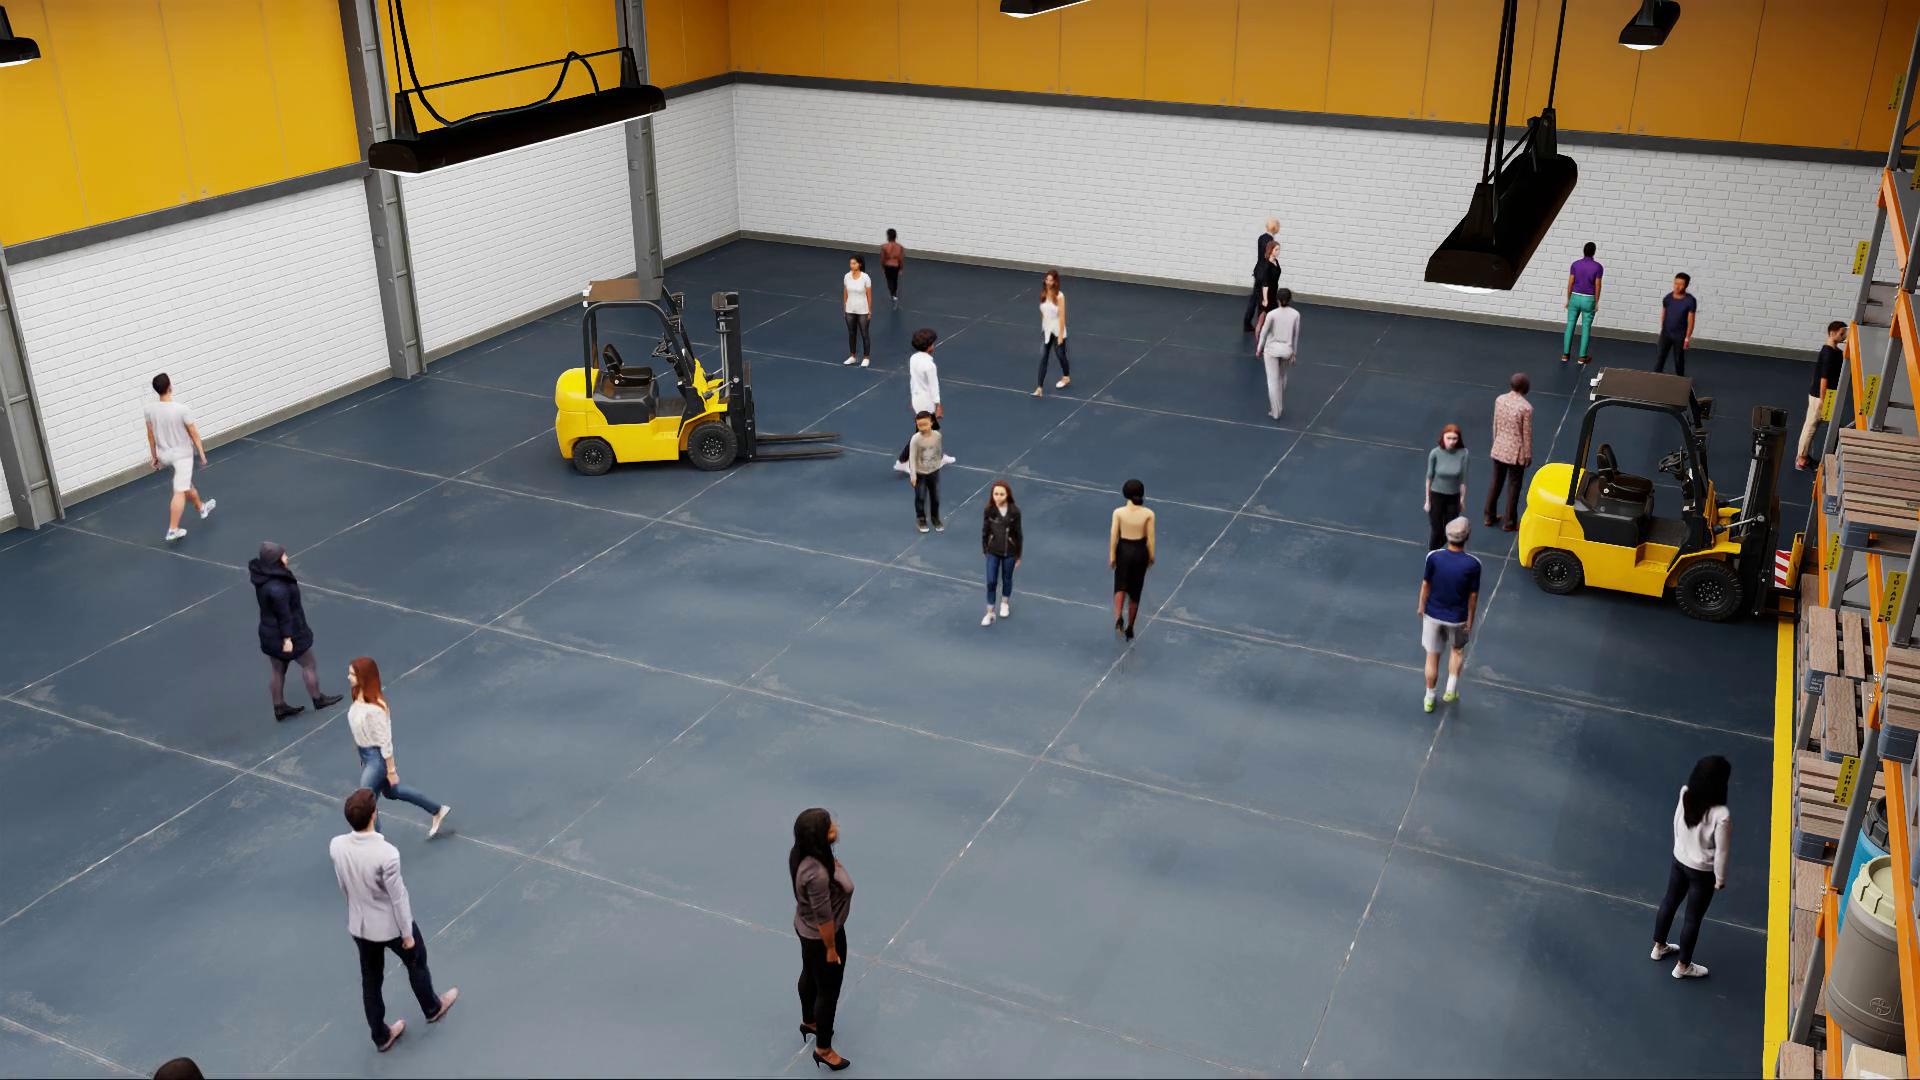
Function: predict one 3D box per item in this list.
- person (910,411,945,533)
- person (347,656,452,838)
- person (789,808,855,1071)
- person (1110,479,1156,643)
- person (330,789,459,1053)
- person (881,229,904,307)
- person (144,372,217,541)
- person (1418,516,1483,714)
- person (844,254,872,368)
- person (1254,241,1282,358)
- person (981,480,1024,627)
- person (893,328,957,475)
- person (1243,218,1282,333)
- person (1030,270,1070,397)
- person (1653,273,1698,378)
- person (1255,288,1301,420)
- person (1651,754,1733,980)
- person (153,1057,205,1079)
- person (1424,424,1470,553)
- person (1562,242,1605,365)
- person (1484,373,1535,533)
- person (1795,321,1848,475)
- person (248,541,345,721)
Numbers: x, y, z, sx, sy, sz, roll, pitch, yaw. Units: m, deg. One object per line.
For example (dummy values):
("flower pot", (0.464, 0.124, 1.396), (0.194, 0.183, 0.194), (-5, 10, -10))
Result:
("person", (-0.378, -0.776, 18.403), (0.688, 1.446, 0.750), (-14, 27, -29))
("person", (-4.306, 1.640, 12.563), (1.178, 1.697, 0.959), (-15, 28, -31))
("person", (-0.890, 2.486, 10.445), (0.803, 1.842, 0.746), (-9, 25, -19))
("person", (1.638, 0.225, 15.865), (0.647, 1.644, 0.693), (4, 24, 9))
("person", (-3.721, 2.458, 10.519), (0.776, 1.834, 0.905), (8, 25, 17))
("person", (-1.101, -4.409, 26.977), (0.854, 1.235, 0.917), (-8, 25, -18))
("person", (-8.609, -0.876, 18.181), (0.950, 1.806, 1.327), (3, 24, 7))
("person", (4.258, 0.693, 14.572), (0.683, 1.823, 0.668), (6, 24, 14))
("person", (-1.468, -3.313, 23.958), (0.573, 1.645, 0.519), (9, 25, 20))
("person", (4.521, -3.563, 24.456), (0.664, 1.705, 0.467), (13, 27, 27))
("person", (0.430, 0.076, 16.429), (0.700, 1.466, 0.840), (2, 24, 5))
("person", (-0.484, -1.627, 19.940), (1.202, 1.775, 1.048), (-13, 27, -27))
("person", (4.586, -4.002, 25.391), (1.195, 1.760, 1.169), (-7, 25, -15))
("person", (1.330, -2.830, 22.750), (0.726, 1.727, 1.190), (15, 28, 31))
("person", (9.771, -2.779, 22.635), (1.315, 1.727, 0.939), (-21, 31, -40))
("person", (4.215, -2.431, 21.855), (0.964, 1.713, 1.074), (-5, 24, -11))
("person", (4.989, 2.192, 11.298), (0.761, 1.697, 0.698), (-8, 25, -18))
("person", (-3.903, 3.346, 8.725), (0.678, 1.644, 0.660), (-16, 28, -32))
("person", (5.009, -0.434, 17.287), (0.703, 1.713, 0.773), (2, 24, 6))
("person", (9.031, -3.456, 24.133), (0.657, 1.767, 0.614), (15, 28, 31))
("person", (6.091, -0.979, 18.417), (0.808, 1.807, 0.792), (-15, 27, -30))
("person", (10.413, -1.757, 20.134), (0.701, 1.856, 0.481), (12, 27, 26))
("person", (-5.973, 0.821, 14.488), (0.944, 1.655, 0.851), (-19, 30, -37))
